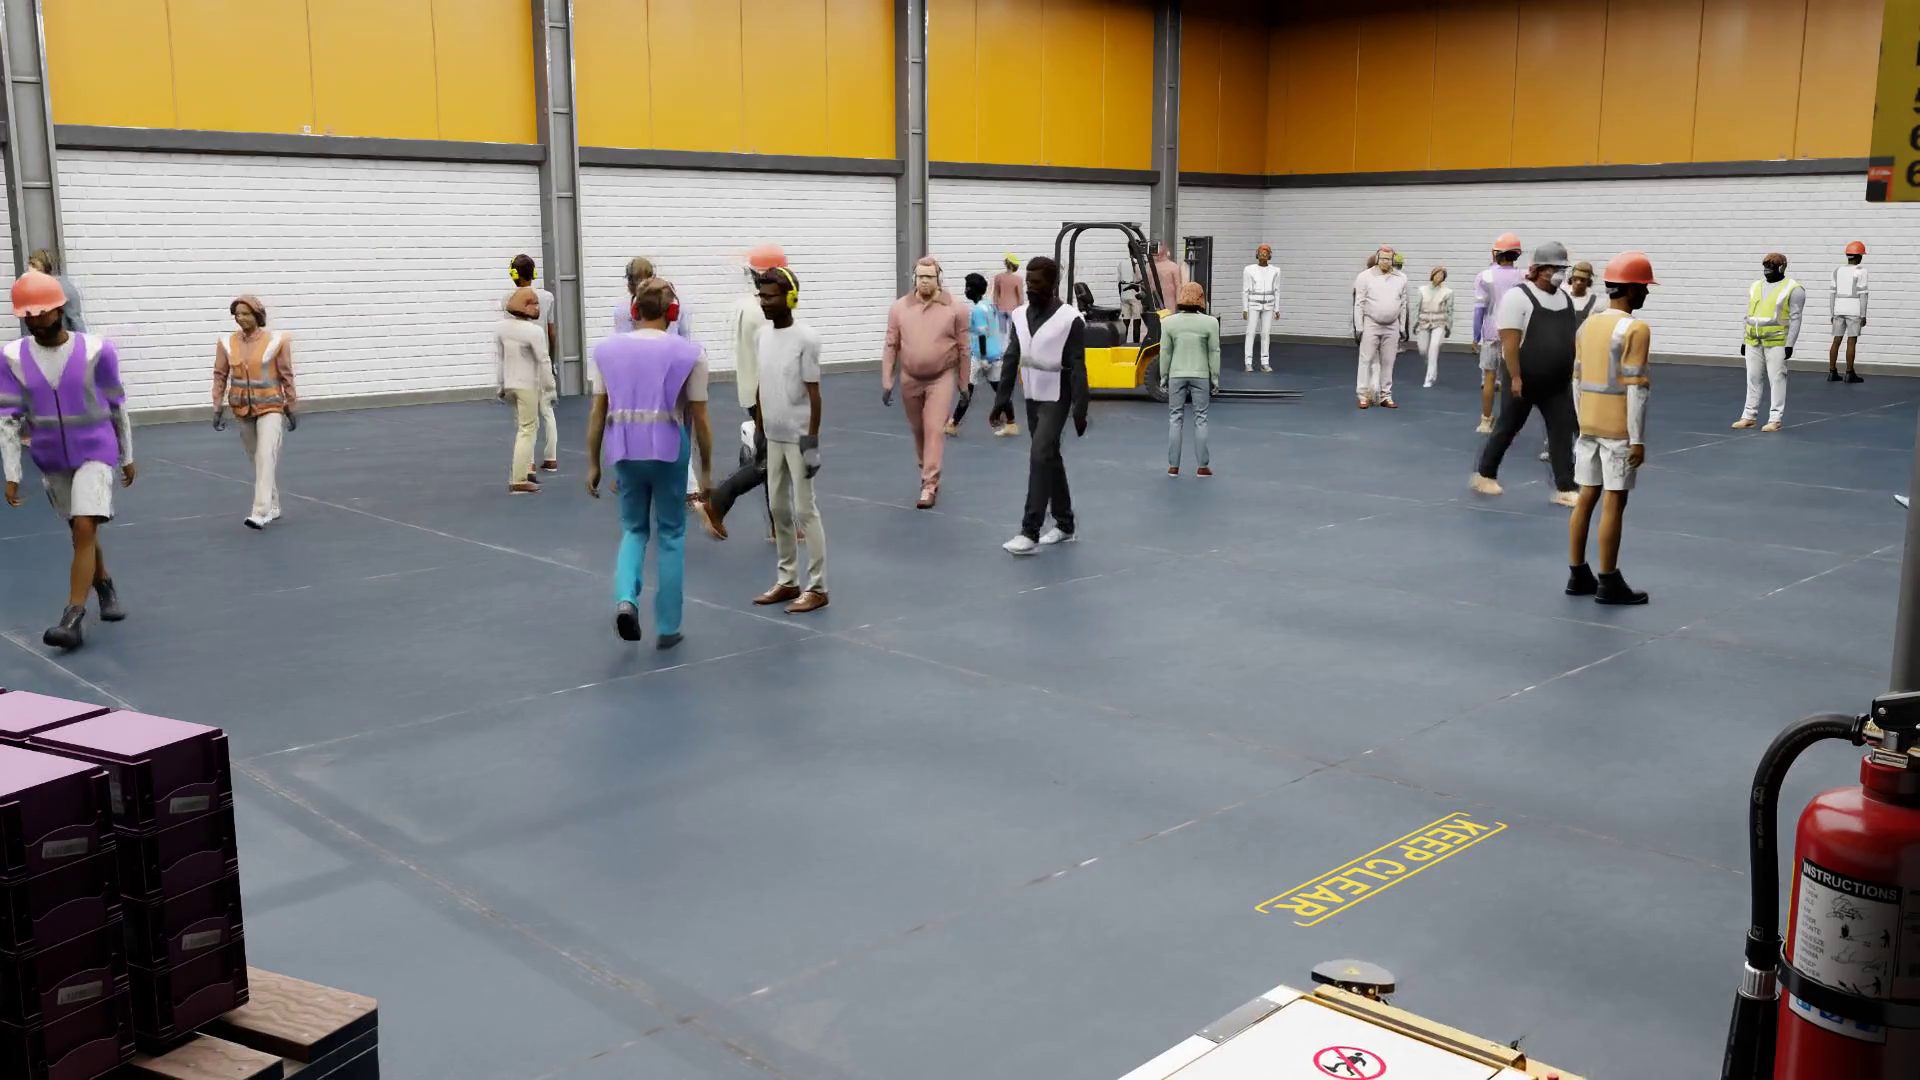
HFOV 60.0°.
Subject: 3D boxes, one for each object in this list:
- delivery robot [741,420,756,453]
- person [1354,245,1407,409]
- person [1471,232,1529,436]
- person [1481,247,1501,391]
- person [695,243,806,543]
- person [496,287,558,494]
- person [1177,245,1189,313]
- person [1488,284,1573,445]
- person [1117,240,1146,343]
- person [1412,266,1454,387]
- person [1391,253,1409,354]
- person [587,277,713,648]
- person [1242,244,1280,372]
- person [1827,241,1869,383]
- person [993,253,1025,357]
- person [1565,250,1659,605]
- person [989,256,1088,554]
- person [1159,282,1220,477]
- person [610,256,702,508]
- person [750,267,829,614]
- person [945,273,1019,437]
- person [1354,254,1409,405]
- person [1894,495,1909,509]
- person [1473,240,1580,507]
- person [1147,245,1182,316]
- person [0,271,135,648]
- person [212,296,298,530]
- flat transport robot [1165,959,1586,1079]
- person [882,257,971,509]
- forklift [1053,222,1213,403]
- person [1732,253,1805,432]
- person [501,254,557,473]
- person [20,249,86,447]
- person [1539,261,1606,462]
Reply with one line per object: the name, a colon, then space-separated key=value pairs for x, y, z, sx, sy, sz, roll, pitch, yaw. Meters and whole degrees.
delivery robot: x=-1.647 y=-0.874 z=14.109 sx=0.477 sy=0.478 sz=0.707 roll=-3 pitch=11 yaw=-15
person: x=4.930 y=-2.483 z=19.469 sx=0.636 sy=1.902 sz=0.406 roll=-1 pitch=10 yaw=-7
person: x=5.487 y=-2.071 z=16.817 sx=0.615 sy=2.045 sz=0.365 roll=1 pitch=10 yaw=8
person: x=7.039 y=-2.902 z=21.724 sx=0.411 sy=1.913 sz=0.643 roll=1 pitch=10 yaw=4
person: x=-1.328 y=-0.926 z=10.770 sx=0.727 sy=1.972 sz=0.635 roll=-3 pitch=11 yaw=-16
person: x=-3.385 y=-1.178 z=13.106 sx=0.531 sy=1.615 sz=0.503 roll=8 pitch=13 yaw=37
person: x=3.720 y=-3.836 z=26.814 sx=0.587 sy=1.917 sz=0.412 roll=7 pitch=12 yaw=33
person: x=5.536 y=-1.798 z=15.885 sx=0.944 sy=1.842 sz=0.590 roll=-5 pitch=12 yaw=-26
person: x=2.866 y=-3.990 z=27.502 sx=0.367 sy=1.967 sz=0.606 roll=-9 pitch=14 yaw=-42
person: x=6.370 y=-2.871 z=22.354 sx=0.525 sy=1.613 sz=0.633 roll=6 pitch=12 yaw=30
person: x=7.320 y=-3.994 z=28.187 sx=0.902 sy=1.725 sz=0.541 roll=-7 pitch=13 yaw=-35
person: x=-1.521 y=-0.363 z=8.134 sx=0.629 sy=1.818 sz=0.491 roll=1 pitch=10 yaw=4
person: x=4.469 y=-3.434 z=24.701 sx=0.573 sy=1.884 sz=0.356 roll=-1 pitch=10 yaw=-7
person: x=12.266 y=-3.139 z=22.939 sx=0.360 sy=1.939 sz=0.543 roll=-5 pitch=12 yaw=-26
person: x=0.756 y=-3.542 z=25.689 sx=0.562 sy=1.735 sz=0.462 roll=6 pitch=12 yaw=31
person: x=3.615 y=-0.618 z=9.194 sx=0.379 sy=1.938 sz=0.547 roll=-3 pitch=11 yaw=-15
person: x=0.460 y=-0.858 z=10.662 sx=0.893 sy=1.883 sz=0.618 roll=-8 pitch=13 yaw=-37
person: x=1.926 y=-1.342 z=13.970 sx=0.507 sy=1.631 sz=0.266 roll=3 pitch=11 yaw=13
person: x=-2.305 y=-1.179 z=12.490 sx=1.031 sy=1.871 sz=0.675 roll=7 pitch=12 yaw=33
person: x=-0.931 y=-0.534 z=8.973 sx=0.499 sy=1.859 sz=0.336 roll=10 pitch=15 yaw=44
person: x=0.178 y=-1.838 z=16.627 sx=0.894 sy=1.639 sz=0.546 roll=2 pitch=11 yaw=13
person: x=4.992 y=-2.506 z=19.883 sx=0.644 sy=1.800 sz=0.804 roll=8 pitch=13 yaw=38
person: x=7.230 y=-1.065 z=11.818 sx=1.001 sy=1.866 sz=0.604 roll=2 pitch=11 yaw=13
person: x=4.375 y=-1.310 z=12.688 sx=0.685 sy=2.000 sz=1.020 roll=-3 pitch=11 yaw=-17
person: x=3.276 y=-3.845 z=26.984 sx=0.700 sy=1.872 sz=0.651 roll=-10 pitch=14 yaw=-42
person: x=-4.479 y=-0.417 z=8.362 sx=0.551 sy=1.848 sz=1.077 roll=-2 pitch=11 yaw=-12
person: x=-4.879 y=-0.862 z=11.441 sx=0.526 sy=1.599 sz=0.846 roll=1 pitch=10 yaw=3
flat transport robot: x=0.699 y=1.263 z=3.489 sx=0.652 sy=0.197 sz=1.431 roll=10 pitch=14 yaw=43
person: x=-0.258 y=-1.212 z=12.663 sx=0.660 sy=1.862 sz=0.984 roll=2 pitch=11 yaw=12
forklift: x=1.935 y=-2.847 z=20.651 sx=2.313 sy=2.155 sz=1.214 roll=2 pitch=11 yaw=13
person: x=8.376 y=-2.046 z=17.244 sx=0.429 sy=1.844 sz=0.626 roll=-6 pitch=12 yaw=-30
person: x=-3.678 y=-1.494 z=14.174 sx=0.328 sy=1.865 sz=0.520 roll=10 pitch=15 yaw=44
person: x=-8.789 y=-1.880 z=16.213 sx=0.645 sy=1.896 sz=1.000 roll=5 pitch=12 yaw=26
person: x=5.594 y=-1.636 z=15.138 sx=0.972 sy=1.802 sz=0.527 roll=-10 pitch=14 yaw=-42
